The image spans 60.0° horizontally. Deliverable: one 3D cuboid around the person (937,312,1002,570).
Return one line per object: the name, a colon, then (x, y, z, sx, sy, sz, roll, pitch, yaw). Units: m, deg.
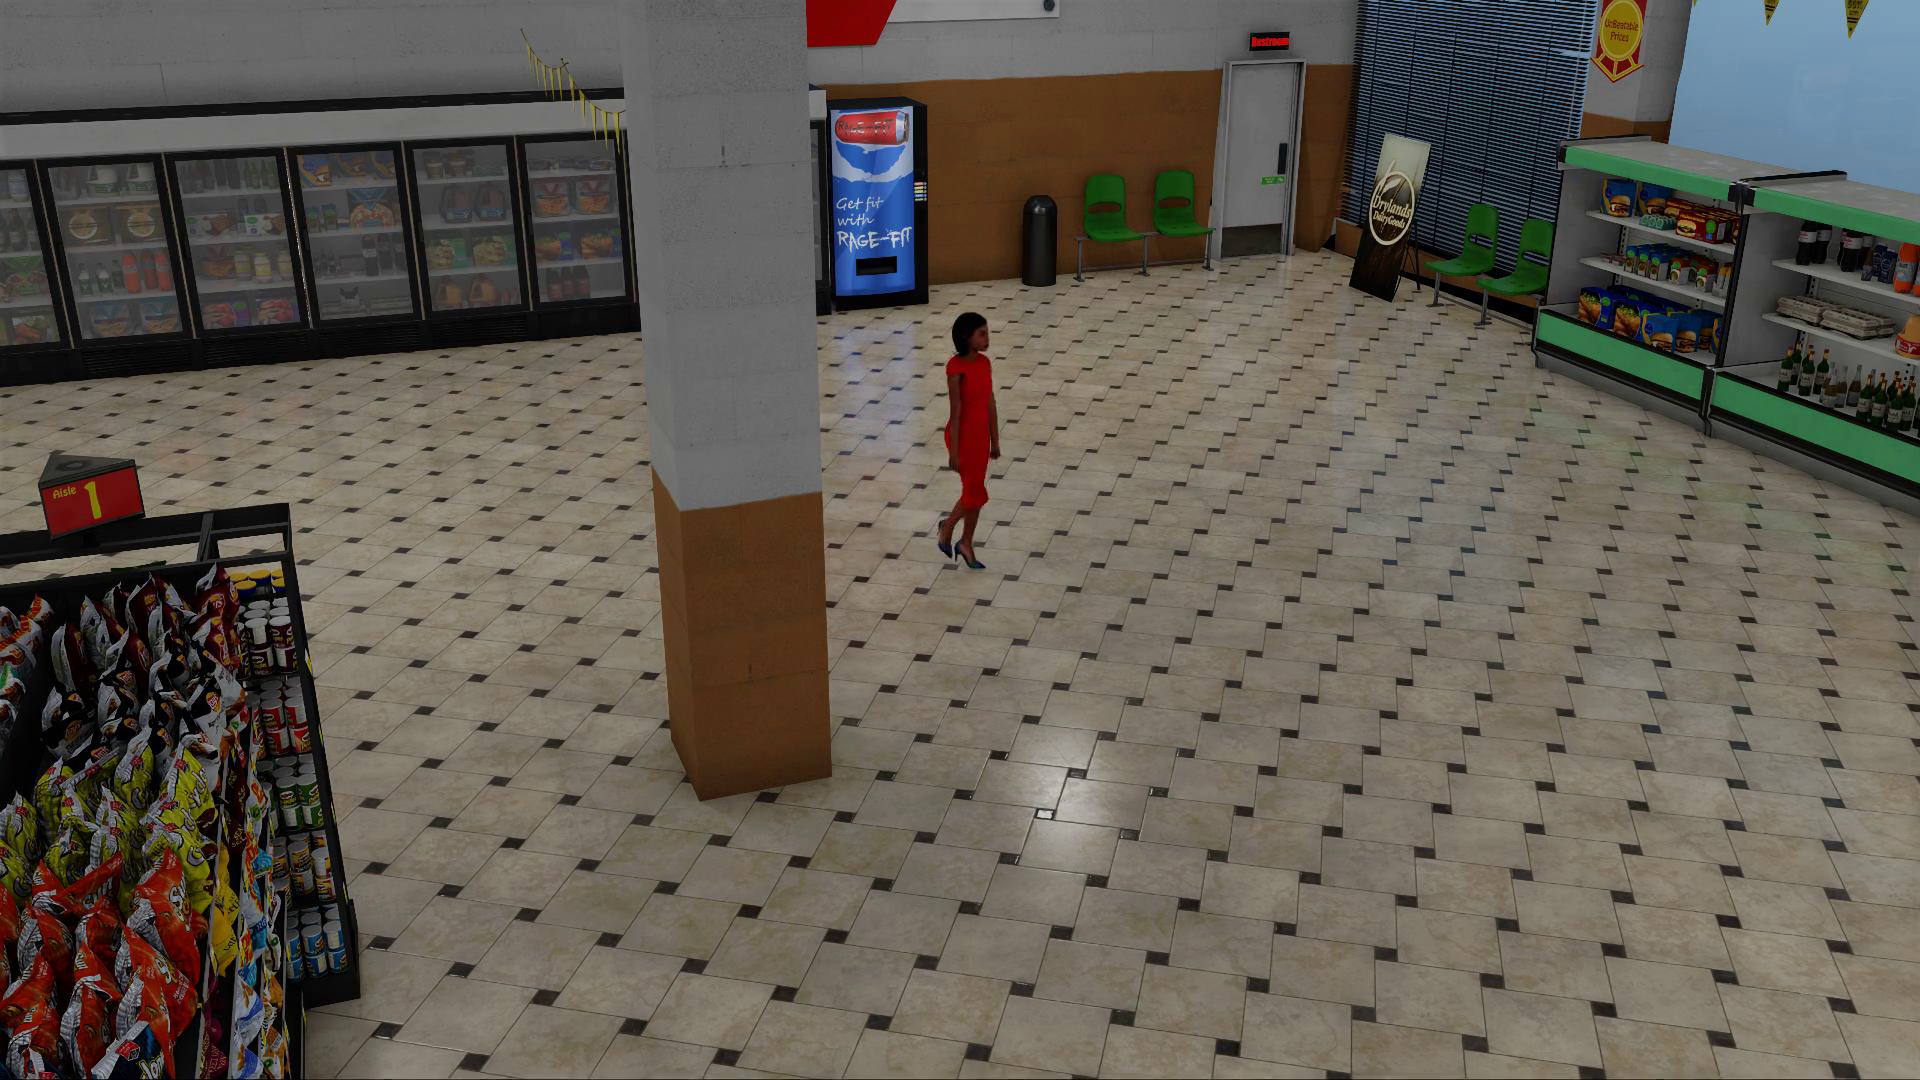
person: (-0.011, -0.629, 10.838, 0.815, 1.729, 0.753, 14, 26, 32)
